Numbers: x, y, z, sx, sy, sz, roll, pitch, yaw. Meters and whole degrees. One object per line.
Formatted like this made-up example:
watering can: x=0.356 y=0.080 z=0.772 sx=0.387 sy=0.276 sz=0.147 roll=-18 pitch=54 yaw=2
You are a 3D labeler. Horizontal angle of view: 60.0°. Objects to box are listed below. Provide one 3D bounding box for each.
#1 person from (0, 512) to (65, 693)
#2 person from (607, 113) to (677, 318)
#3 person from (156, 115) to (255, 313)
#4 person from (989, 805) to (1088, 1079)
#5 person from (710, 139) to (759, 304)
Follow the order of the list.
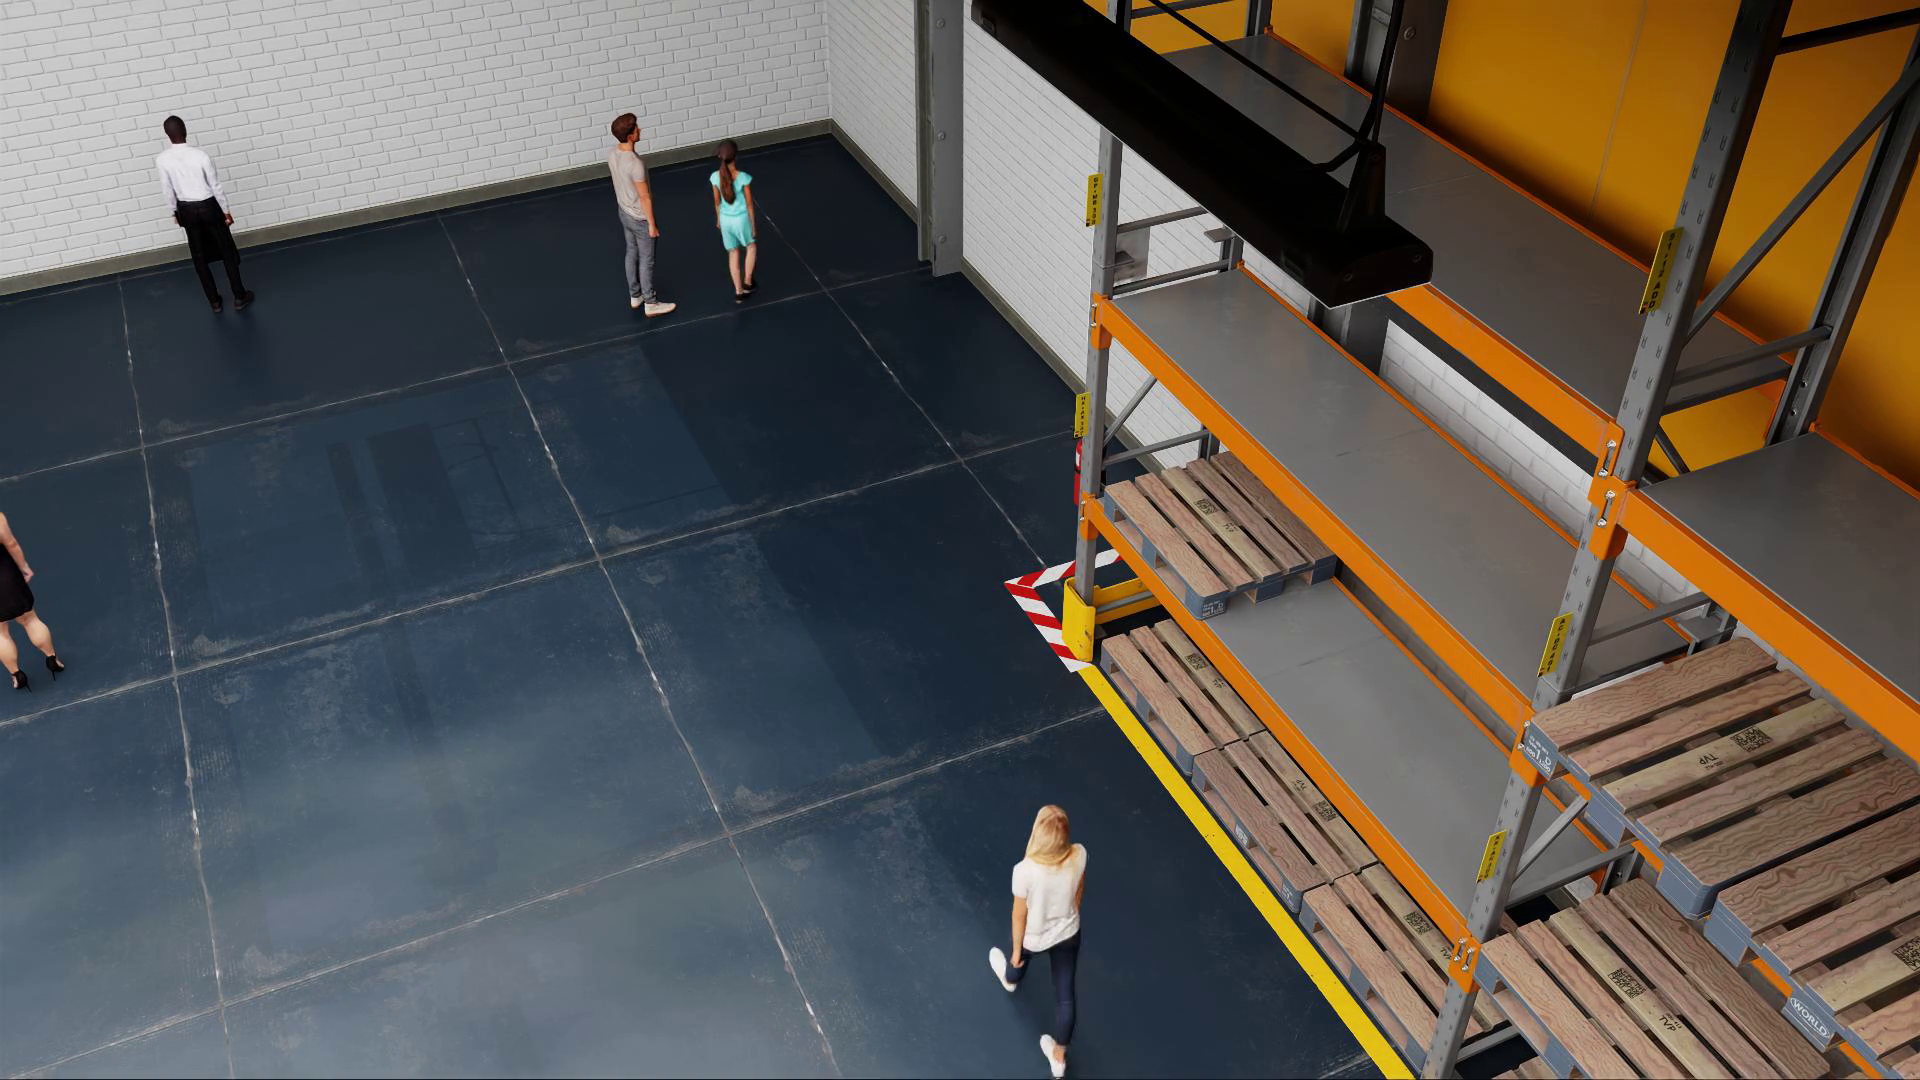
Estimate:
person: x=-6.348 y=0.295 z=10.919 sx=0.697 sy=1.718 sz=0.668 roll=-26 pitch=45 yaw=-29
person: x=-2.874 y=-2.892 z=14.766 sx=0.787 sy=1.897 sz=0.598 roll=-29 pitch=47 yaw=-32
person: x=-6.768 y=-2.899 z=14.825 sx=0.693 sy=1.835 sz=0.609 roll=-7 pitch=39 yaw=-9
person: x=0.493 y=2.119 z=8.590 sx=0.673 sy=1.775 sz=1.083 roll=-13 pitch=40 yaw=-16
person: x=-2.035 y=-2.836 z=14.972 sx=0.671 sy=1.552 sz=0.715 roll=6 pitch=39 yaw=7
